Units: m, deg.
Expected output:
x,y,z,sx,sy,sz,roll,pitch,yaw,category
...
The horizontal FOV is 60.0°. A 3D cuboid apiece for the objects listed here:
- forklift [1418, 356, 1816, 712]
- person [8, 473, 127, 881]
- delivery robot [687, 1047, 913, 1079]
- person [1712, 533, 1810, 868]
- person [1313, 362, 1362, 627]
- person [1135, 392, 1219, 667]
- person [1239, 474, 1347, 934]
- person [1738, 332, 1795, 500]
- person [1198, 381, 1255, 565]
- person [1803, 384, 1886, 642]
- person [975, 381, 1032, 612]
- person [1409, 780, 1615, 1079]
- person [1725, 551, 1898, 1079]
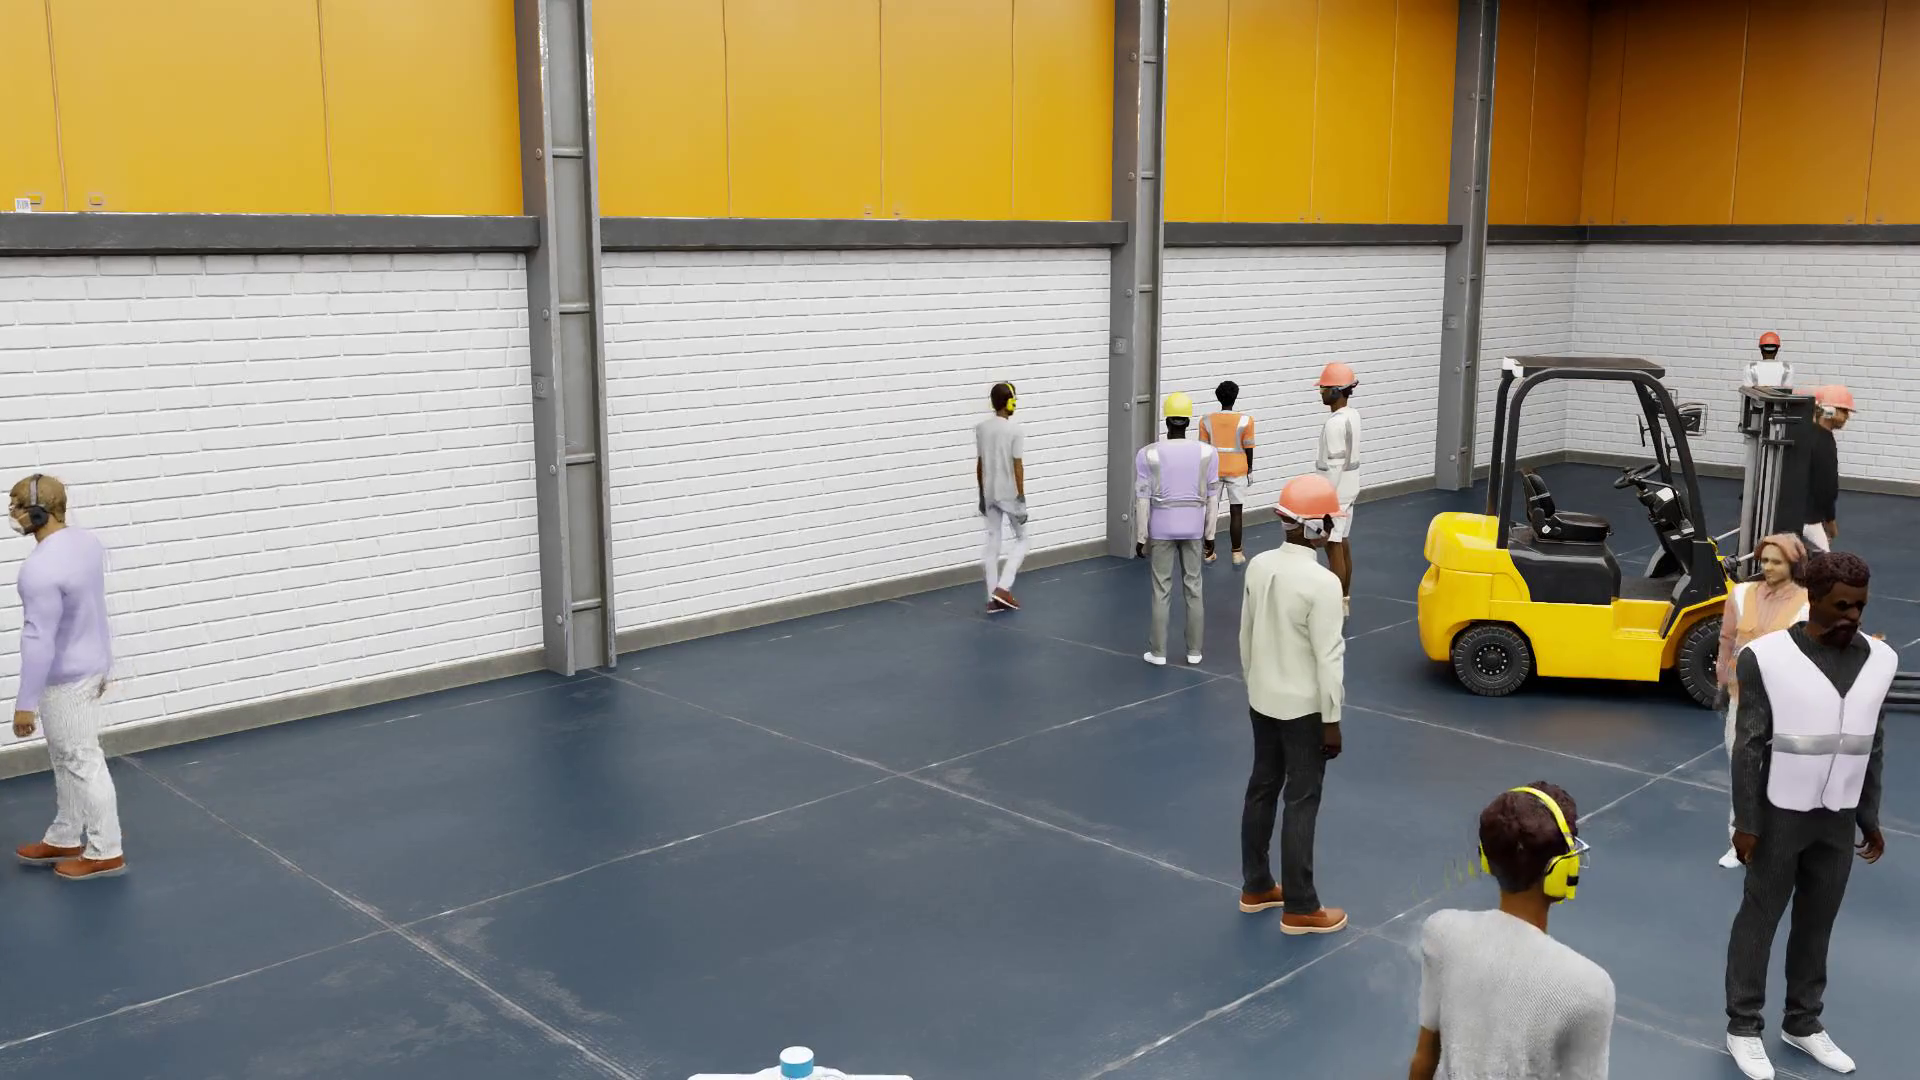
x,y,z,sx,sy,sz,roll,pitch,yaw,category
4.276,-0.101,11.076,2.313,2.155,1.214,2,11,13,forklift
-4.229,0.650,7.711,0.548,1.936,0.651,-2,11,-10,person
-0.489,1.780,5.037,0.707,0.478,0.477,0,10,0,delivery robot
3.894,0.757,7.953,0.526,1.626,0.518,-8,13,-36,person
2.881,-0.348,12.836,0.372,2.044,0.607,5,11,25,person
1.505,-0.066,11.613,0.587,1.928,0.362,-1,10,-5,person
1.464,0.702,7.237,0.395,1.993,0.614,-5,12,-26,person
9.096,-1.385,18.808,0.543,1.928,0.372,3,11,16,person
2.434,-0.612,15.240,0.531,1.694,0.320,4,11,22,person
6.265,-0.173,12.209,1.026,1.928,0.657,8,13,38,person
0.359,-0.336,13.283,0.561,1.855,0.397,9,14,40,person
1.170,1.437,3.673,0.865,1.838,0.517,-5,12,-26,person
3.040,0.973,5.980,0.591,1.916,0.392,-2,11,-10,person
